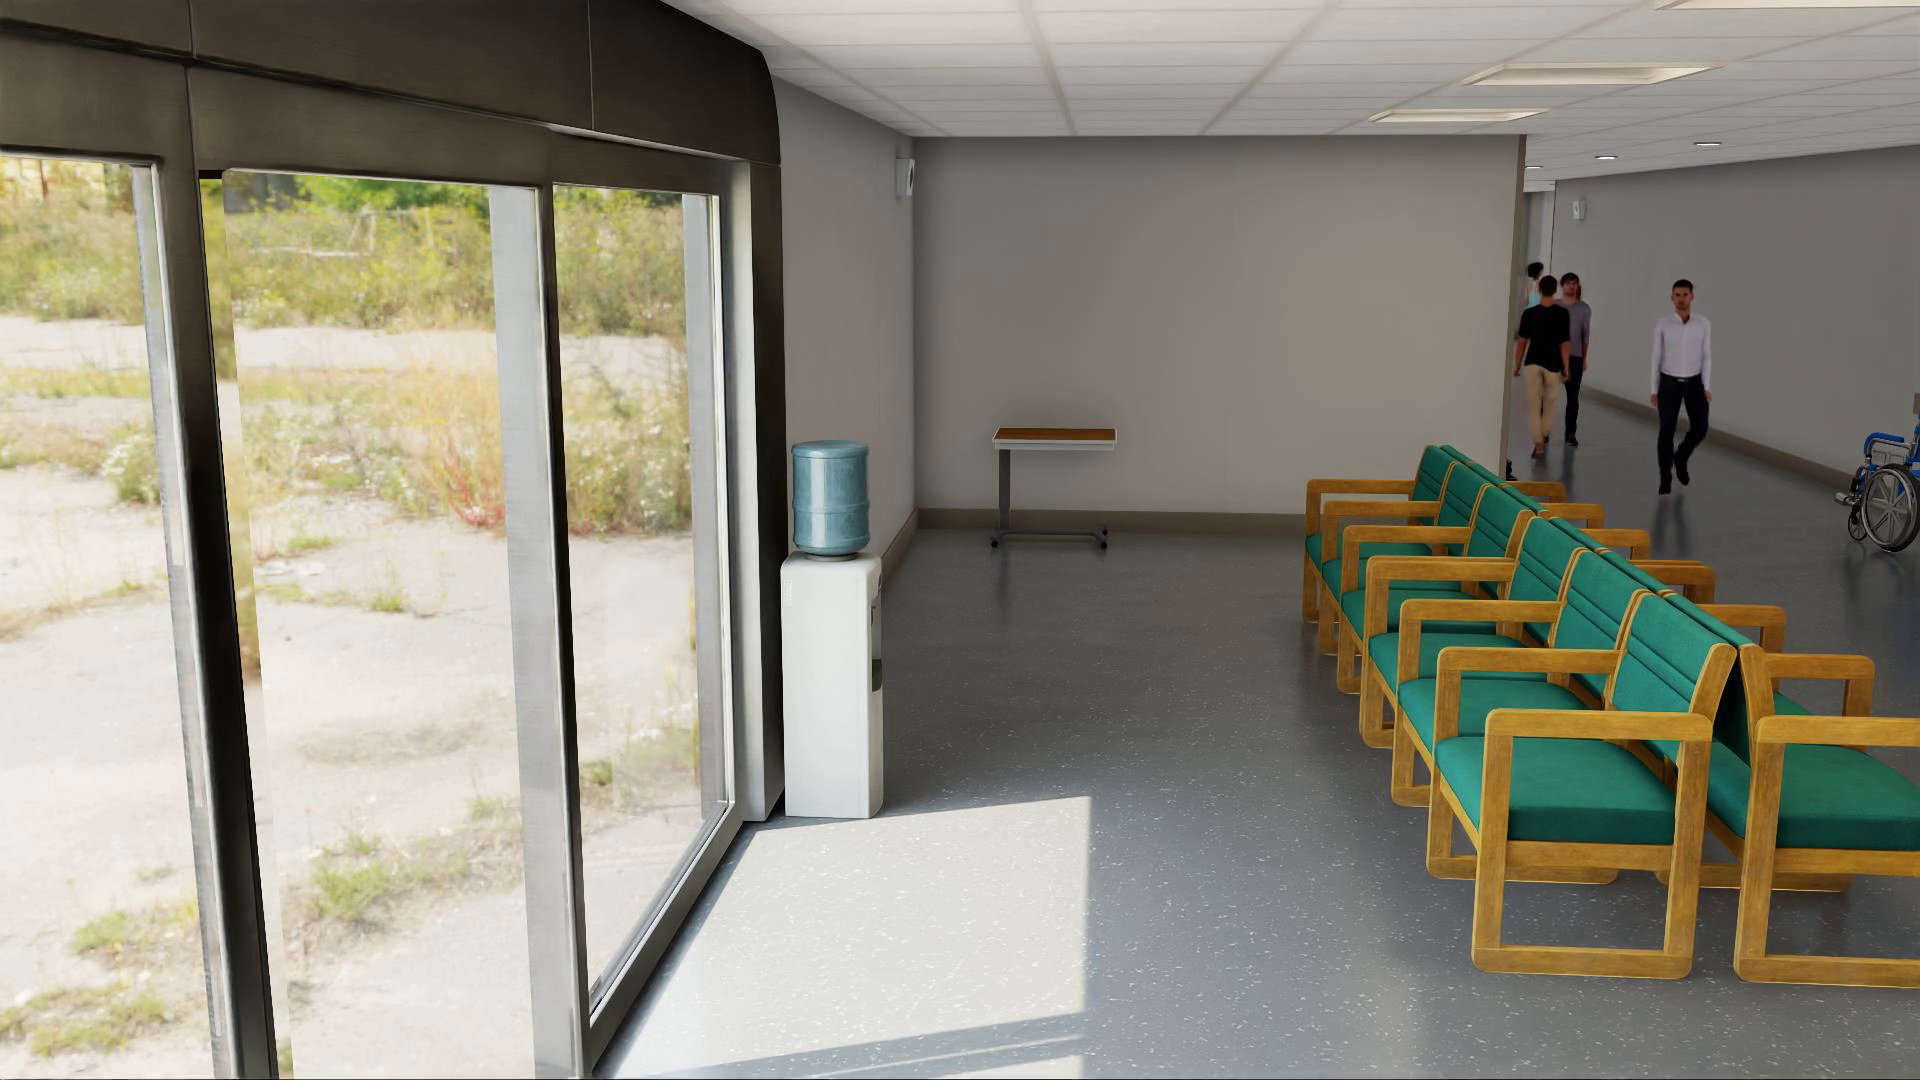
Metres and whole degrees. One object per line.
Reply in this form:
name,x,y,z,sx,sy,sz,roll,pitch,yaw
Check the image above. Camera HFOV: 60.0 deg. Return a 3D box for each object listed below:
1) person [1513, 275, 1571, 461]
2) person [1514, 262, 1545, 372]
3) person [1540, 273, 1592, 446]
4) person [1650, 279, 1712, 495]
person,5.793,-1.665,16.497,1.130,1.802,0.809,2,11,12
person,9.020,-3.460,26.115,1.114,1.744,0.946,-7,13,-31
person,6.500,-1.950,17.899,0.507,1.841,0.739,2,11,11
person,6.339,-1.355,14.624,0.918,1.854,0.822,3,11,16
